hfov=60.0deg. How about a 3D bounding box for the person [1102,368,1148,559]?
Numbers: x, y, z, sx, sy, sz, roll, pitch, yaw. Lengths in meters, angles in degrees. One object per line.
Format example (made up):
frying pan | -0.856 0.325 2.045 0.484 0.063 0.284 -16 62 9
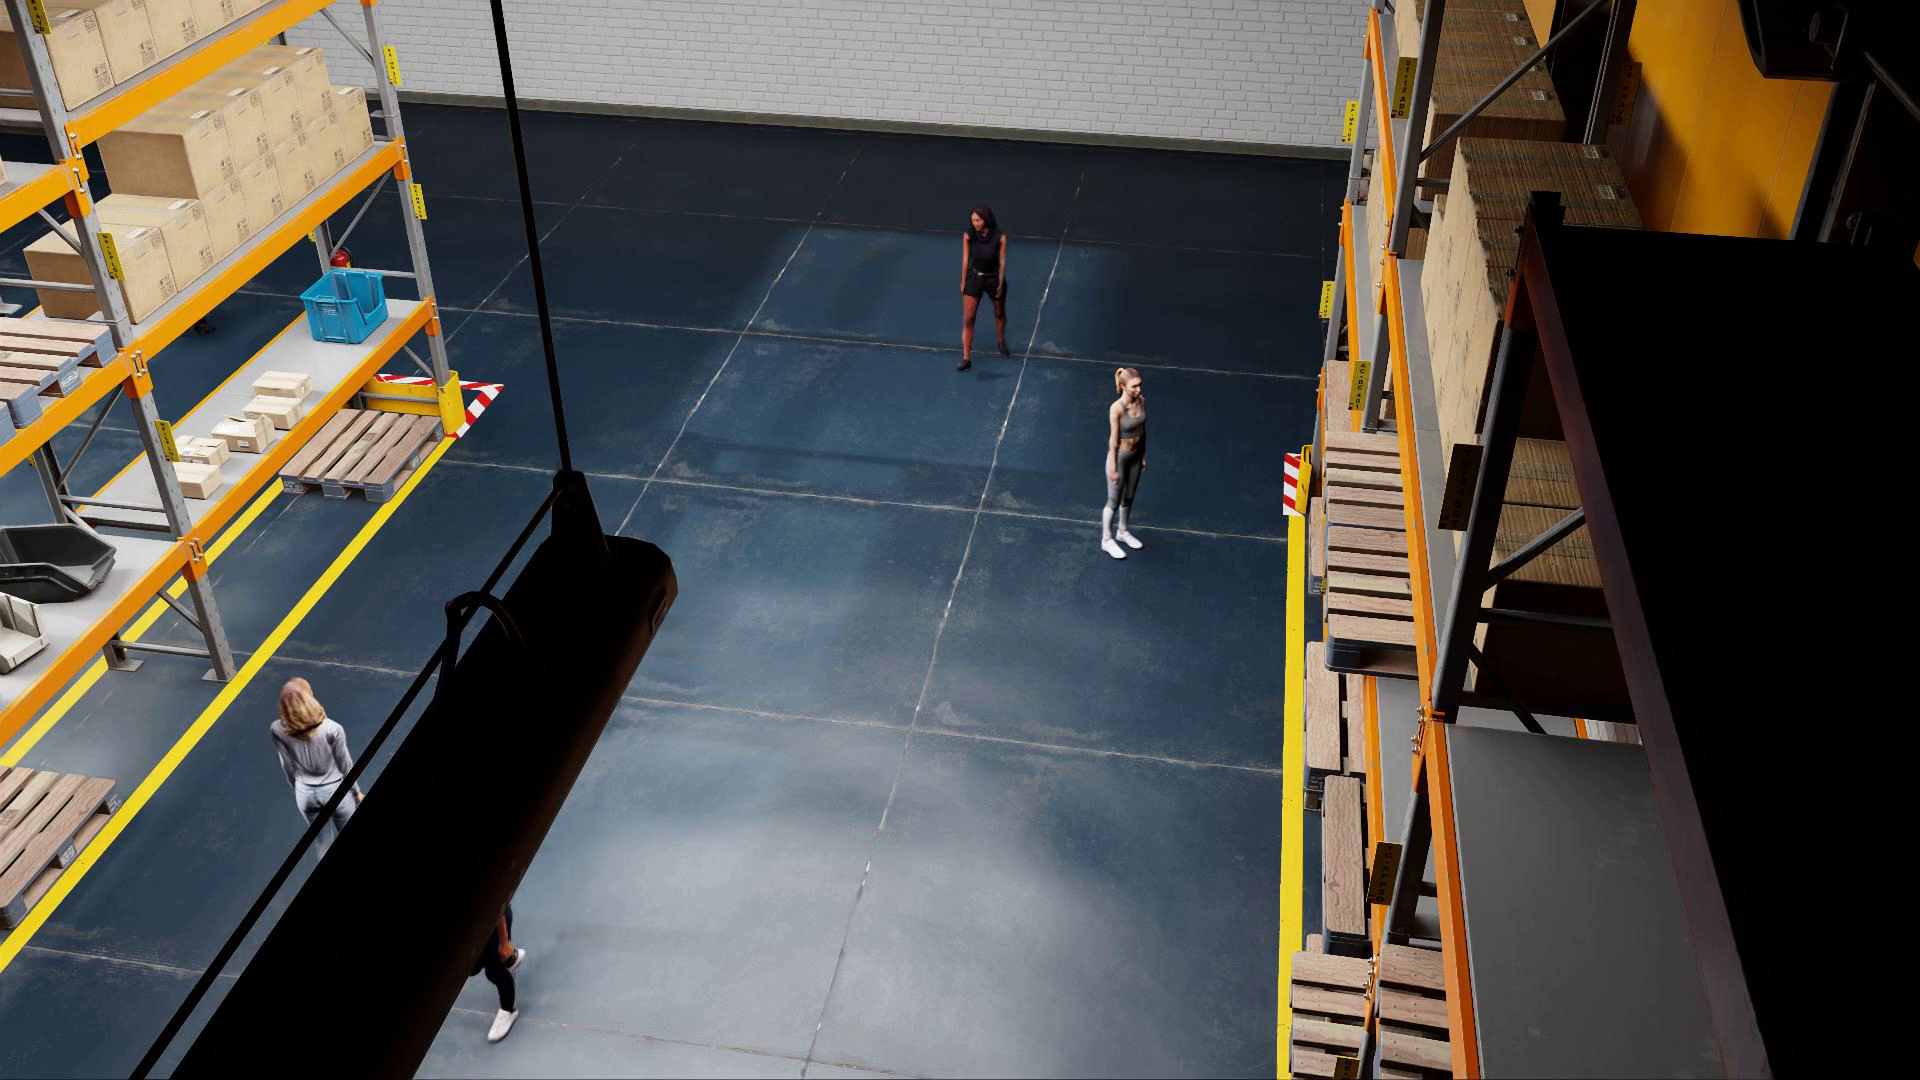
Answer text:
person | 1.345 -0.655 13.626 0.613 1.703 0.697 -28 43 -36

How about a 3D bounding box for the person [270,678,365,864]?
person | -3.893 1.566 10.201 0.608 1.795 0.543 2 34 3

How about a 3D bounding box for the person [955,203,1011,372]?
person | 0.267 -2.547 16.473 0.702 1.702 0.971 -2 34 -3
